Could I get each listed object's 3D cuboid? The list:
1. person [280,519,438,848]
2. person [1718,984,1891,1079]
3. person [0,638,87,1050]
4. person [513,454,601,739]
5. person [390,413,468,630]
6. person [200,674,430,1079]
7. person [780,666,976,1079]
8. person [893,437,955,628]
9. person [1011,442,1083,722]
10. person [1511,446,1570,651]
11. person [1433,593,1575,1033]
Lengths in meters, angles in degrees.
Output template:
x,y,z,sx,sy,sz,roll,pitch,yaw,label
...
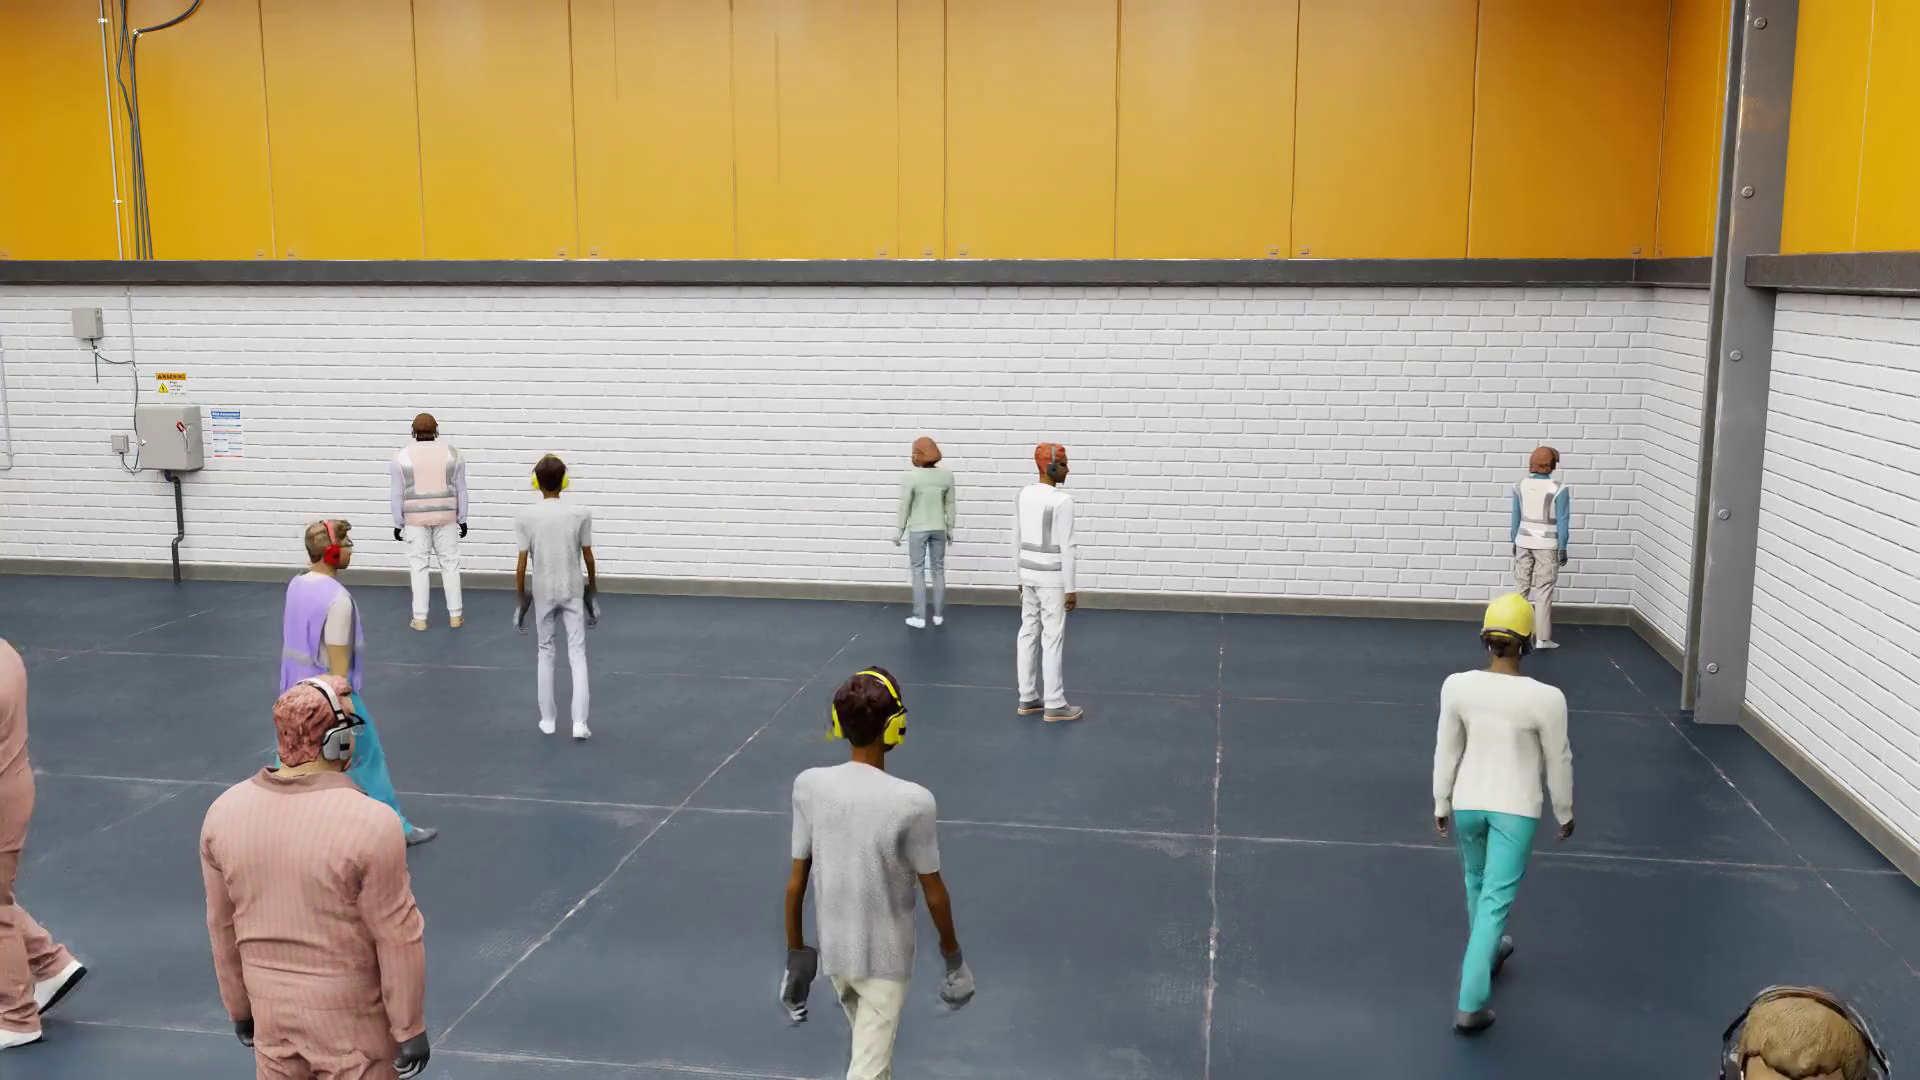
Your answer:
x,y,z,sx,sy,sz,roll,pitch,yaw,label
-3.199,0.781,8.444,0.581,1.799,0.955,8,12,41,person
1.330,1.642,2.737,0.658,1.921,0.442,7,12,37,person
-3.787,1.064,6.437,0.436,1.880,0.682,-3,10,-20,person
-2.620,0.381,10.796,0.561,1.872,0.476,-2,9,-12,person
-4.490,-0.159,14.094,0.634,1.839,0.429,-4,10,-25,person
-1.791,1.324,4.748,0.651,1.906,0.403,3,10,16,person
-0.214,1.291,5.191,0.516,1.829,0.933,6,11,35,person
-0.290,-0.062,14.157,0.541,1.631,0.318,-5,10,-28,person
0.581,0.280,11.257,0.356,1.881,0.575,-7,12,-37,person
4.644,0.066,13.347,0.318,1.632,0.517,-6,11,-34,person
2.230,1.077,6.788,0.522,1.730,0.879,9,13,43,person
